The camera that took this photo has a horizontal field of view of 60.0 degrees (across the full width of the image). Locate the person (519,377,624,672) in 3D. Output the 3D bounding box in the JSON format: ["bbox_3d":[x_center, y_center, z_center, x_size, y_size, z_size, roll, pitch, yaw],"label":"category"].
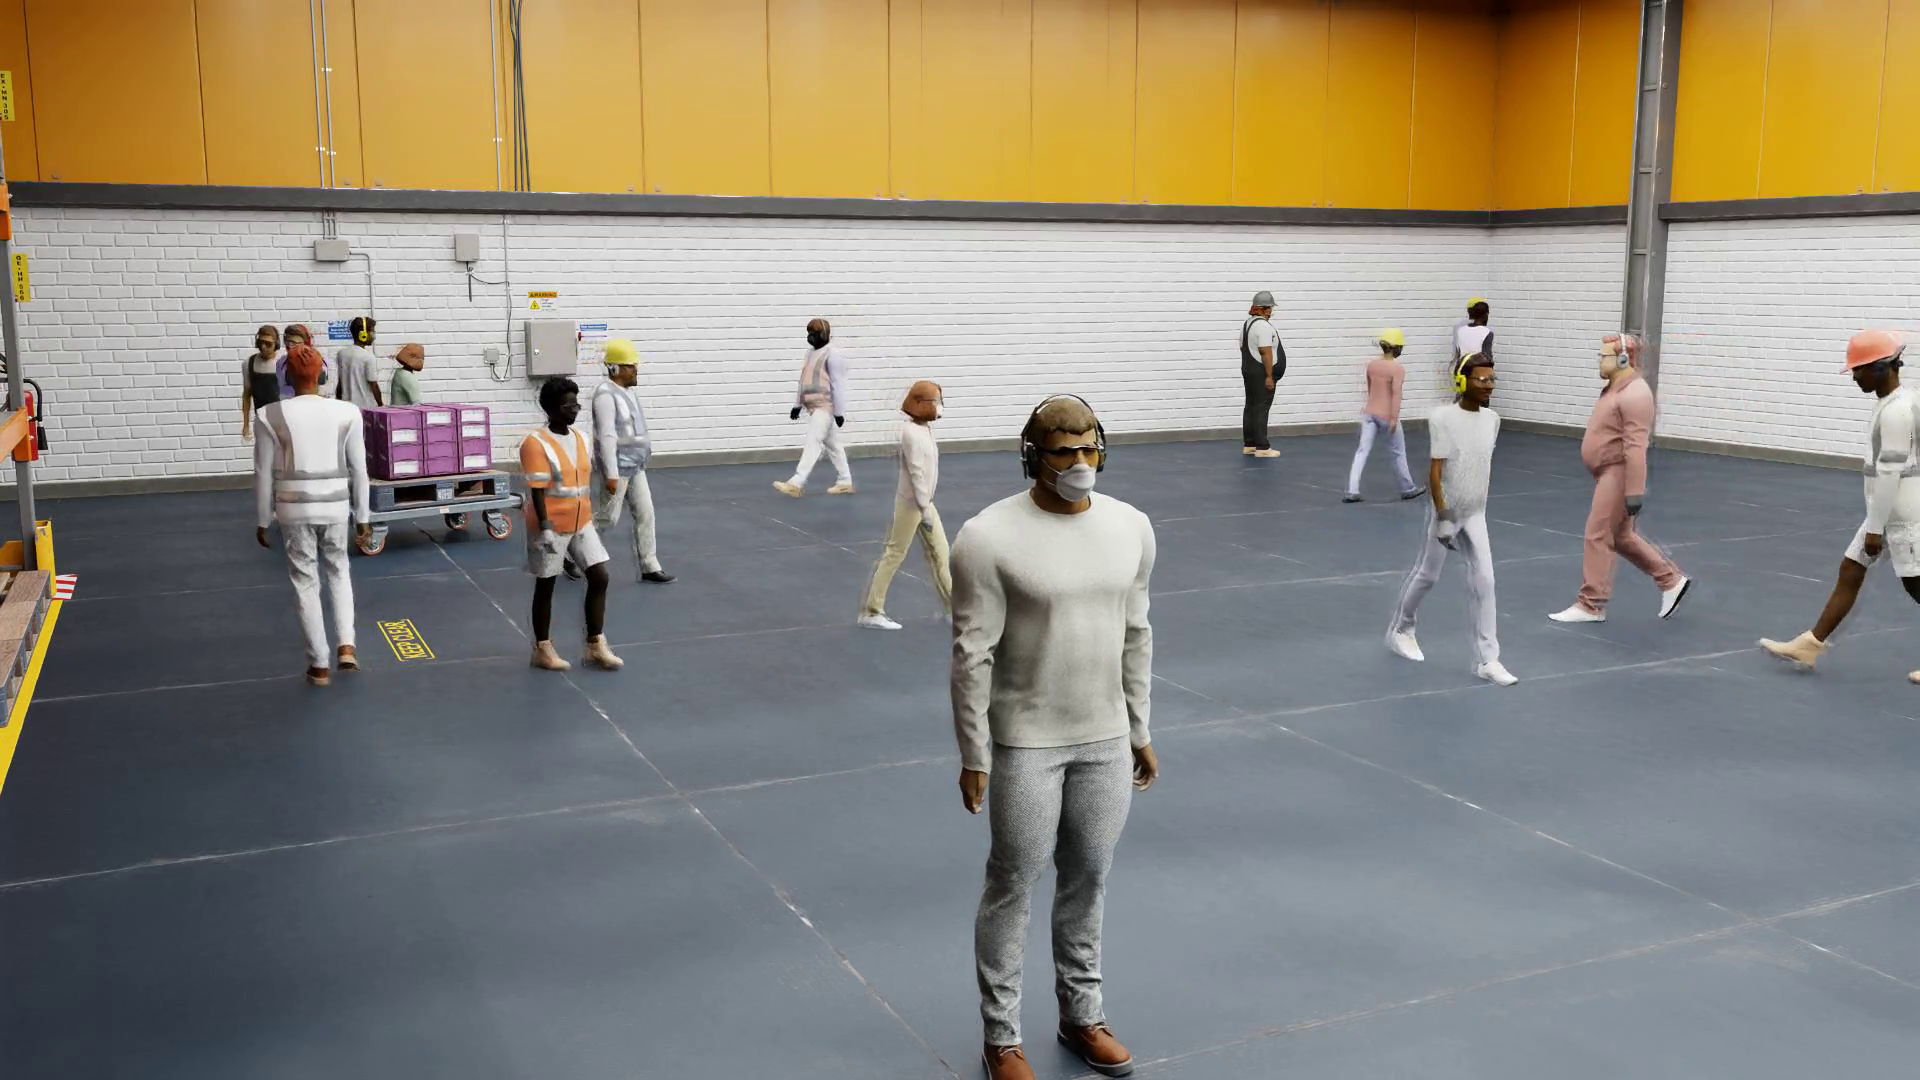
[{"bbox_3d":[-2.180,-0.065,9.321,0.647,1.676,0.541,6,11,33],"label":"person"}]

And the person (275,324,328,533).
[{"bbox_3d":[-5.689,-0.943,14.311,0.605,1.816,0.565,5,10,28],"label":"person"}]

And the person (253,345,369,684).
[{"bbox_3d":[-3.573,-0.134,9.164,0.578,1.871,0.427,-6,11,-34],"label":"person"}]

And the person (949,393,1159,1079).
[{"bbox_3d":[0.271,0.561,4.616,0.637,1.938,0.355,-5,10,-27],"label":"person"}]

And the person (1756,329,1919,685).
[{"bbox_3d":[5.072,-0.172,9.128,1.098,1.946,0.692,4,10,25],"label":"person"}]

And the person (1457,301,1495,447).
[{"bbox_3d":[6.544,-2.104,21.293,0.744,1.897,0.597,-4,10,-25],"label":"person"}]

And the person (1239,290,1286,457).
[{"bbox_3d":[3.746,-2.049,20.496,0.535,2.000,0.674,-2,9,-13],"label":"person"}]

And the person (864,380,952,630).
[{"bbox_3d":[-0.220,-0.206,10.462,0.862,1.583,0.527,2,9,12],"label":"person"}]

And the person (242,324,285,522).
[{"bbox_3d":[-6.248,-1.093,15.313,0.532,1.806,0.761,1,9,6],"label":"person"}]

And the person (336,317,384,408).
[{"bbox_3d":[-5.672,-1.208,15.902,0.557,1.838,0.589,6,11,31],"label":"person"}]

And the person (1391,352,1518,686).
[{"bbox_3d":[2.804,-0.157,9.425,0.498,1.833,0.965,-3,10,-18],"label":"person"}]

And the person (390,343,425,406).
[{"bbox_3d":[-5.145,-1.046,15.613,0.621,1.602,0.521,-5,11,-30],"label":"person"}]

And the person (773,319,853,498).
[{"bbox_3d":[-1.473,-1.326,16.779,0.953,1.792,0.624,-4,10,-25],"label":"person"}]

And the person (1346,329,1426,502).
[{"bbox_3d":[4.194,-1.220,16.403,0.955,1.709,0.528,-6,11,-33],"label":"person"}]

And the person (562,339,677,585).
[{"bbox_3d":[-2.518,-0.553,11.994,0.847,1.800,0.592,2,9,10],"label":"person"}]

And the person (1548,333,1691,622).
[{"bbox_3d":[4.302,-0.388,10.699,0.828,1.885,0.658,2,9,11],"label":"person"}]

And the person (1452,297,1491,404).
[{"bbox_3d":[7.150,-2.430,23.257,0.392,1.919,0.582,-7,12,-37],"label":"person"}]
